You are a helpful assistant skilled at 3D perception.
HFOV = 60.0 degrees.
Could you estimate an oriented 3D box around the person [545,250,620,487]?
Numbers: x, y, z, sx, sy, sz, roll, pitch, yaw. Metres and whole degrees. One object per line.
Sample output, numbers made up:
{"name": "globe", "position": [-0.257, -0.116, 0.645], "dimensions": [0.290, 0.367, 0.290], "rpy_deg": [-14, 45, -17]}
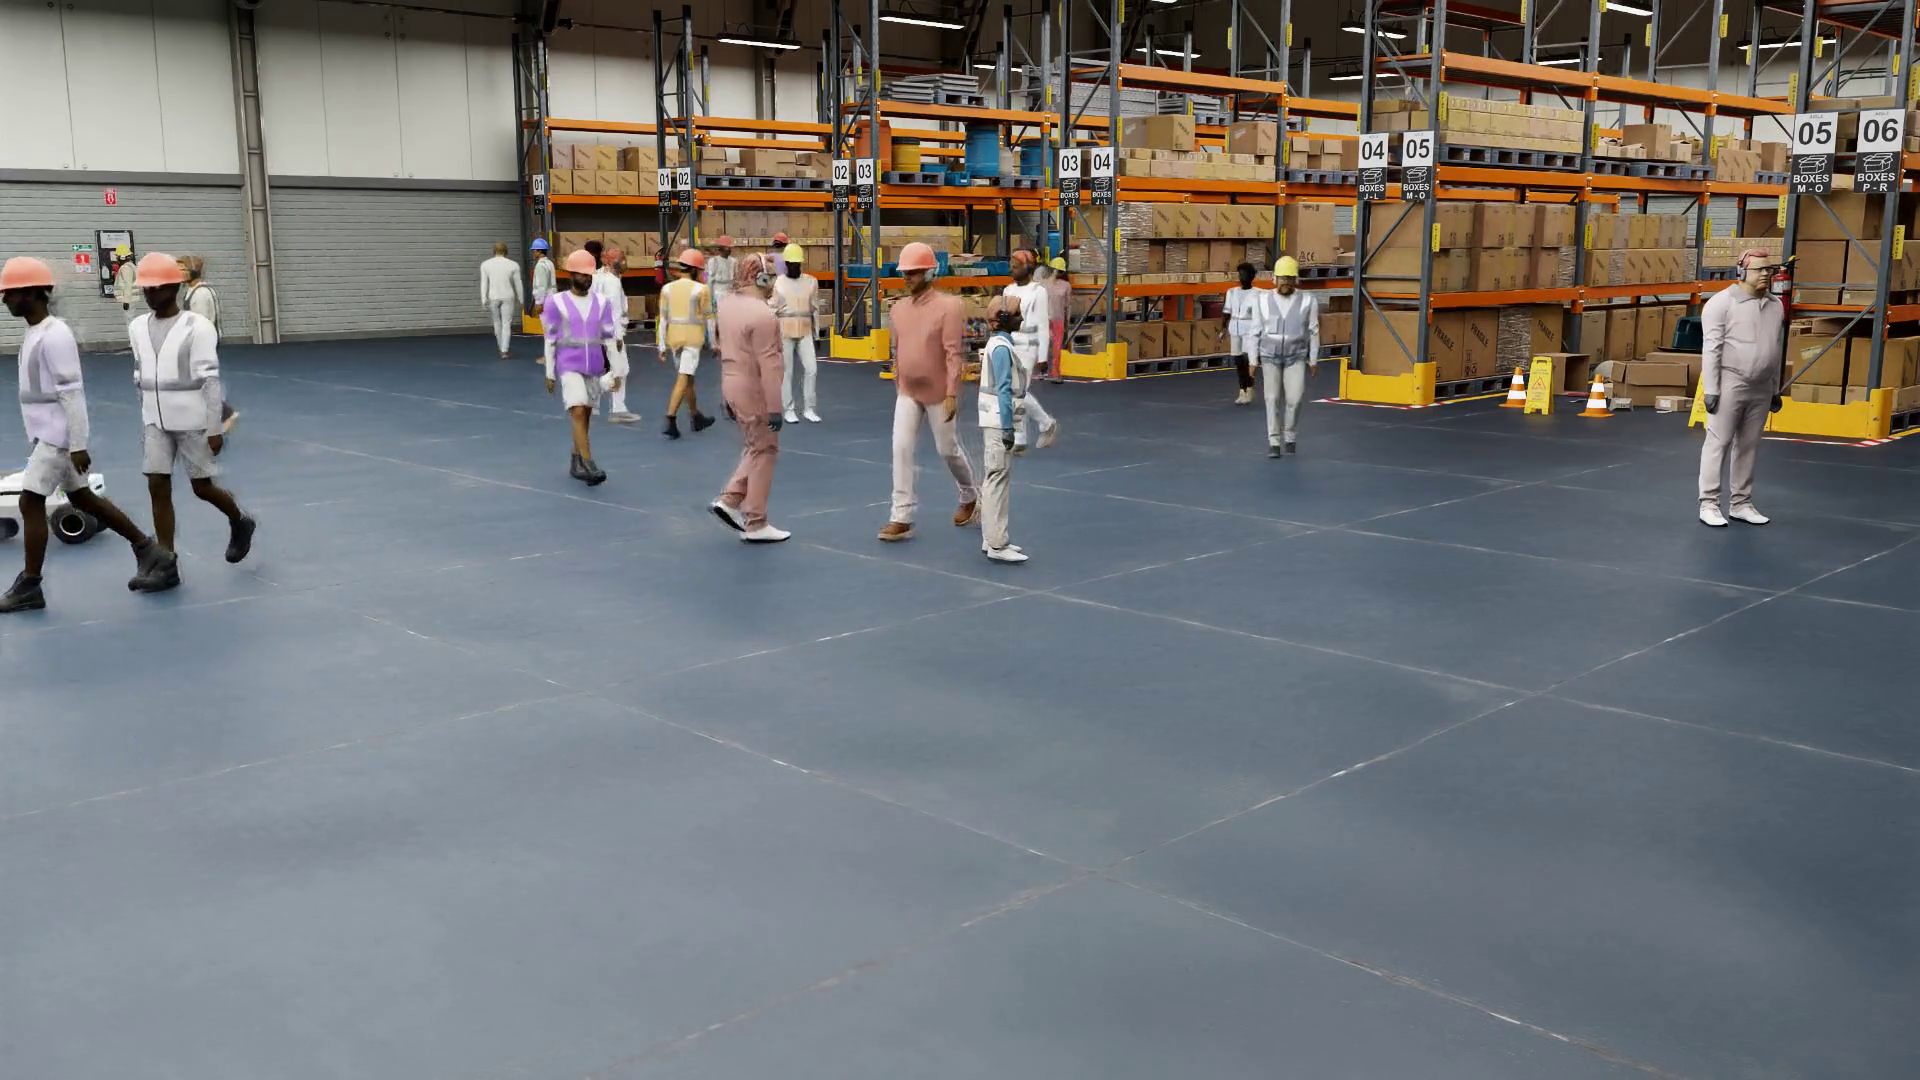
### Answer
{"name": "person", "position": [-3.046, -1.394, 13.477], "dimensions": [0.561, 1.879, 1.021], "rpy_deg": [-7, 13, -34]}

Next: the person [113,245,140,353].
{"name": "person", "position": [-14.268, -4.126, 28.492], "dimensions": [0.404, 1.831, 0.600], "rpy_deg": [-4, 11, -19]}

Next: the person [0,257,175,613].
{"name": "person", "position": [-4.877, -0.601, 9.124], "dimensions": [0.961, 1.900, 0.542], "rpy_deg": [-8, 13, -37]}

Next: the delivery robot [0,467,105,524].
{"name": "delivery robot", "position": [-6.095, -0.311, 11.040], "dimensions": [0.707, 0.478, 0.477], "rpy_deg": [-2, 11, -13]}

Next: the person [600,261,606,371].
{"name": "person", "position": [-5.236, -3.261, 24.265], "dimensions": [0.531, 1.649, 0.874], "rpy_deg": [-2, 11, -10]}

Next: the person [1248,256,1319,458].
{"name": "person", "position": [2.897, -1.631, 14.944], "dimensions": [0.628, 1.811, 0.530], "rpy_deg": [3, 11, 14]}

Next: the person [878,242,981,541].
{"name": "person", "position": [-0.186, -1.013, 11.180], "dimensions": [0.608, 1.965, 0.953], "rpy_deg": [7, 12, 32]}

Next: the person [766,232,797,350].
{"name": "person", "position": [-3.136, -4.361, 29.203], "dimensions": [0.604, 2.044, 0.375], "rpy_deg": [2, 11, 13]}

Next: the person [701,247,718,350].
{"name": "person", "position": [-4.356, -4.287, 29.484], "dimensions": [0.585, 1.805, 0.958], "rpy_deg": [8, 13, 35]}

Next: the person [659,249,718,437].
{"name": "person", "position": [-2.776, -1.990, 16.810], "dimensions": [0.545, 1.878, 1.026], "rpy_deg": [5, 11, 23]}

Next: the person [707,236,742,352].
{"name": "person", "position": [-3.962, -4.189, 28.423], "dimensions": [1.077, 1.980, 0.628], "rpy_deg": [9, 14, 40]}

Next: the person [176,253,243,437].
{"name": "person", "position": [-7.236, -1.818, 15.920], "dimensions": [0.463, 1.827, 0.536], "rpy_deg": [-6, 12, -31]}

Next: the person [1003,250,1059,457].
{"name": "person", "position": [0.583, -1.699, 15.166], "dimensions": [0.476, 1.866, 0.580], "rpy_deg": [-6, 12, -31]}

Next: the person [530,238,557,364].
{"name": "person", "position": [-6.515, -3.743, 26.087], "dimensions": [0.403, 1.948, 0.605], "rpy_deg": [0, 10, 0]}

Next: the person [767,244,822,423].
{"name": "person", "position": [-1.727, -2.177, 17.658], "dimensions": [0.630, 1.898, 0.729], "rpy_deg": [-5, 11, -25]}

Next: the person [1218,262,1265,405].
{"name": "person", "position": [3.332, -2.433, 19.685], "dimensions": [0.540, 1.681, 0.508], "rpy_deg": [9, 14, 41]}

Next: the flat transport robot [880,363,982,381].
{"name": "flat transport robot", "position": [-0.345, -2.374, 23.319], "dimensions": [1.431, 0.197, 0.652], "rpy_deg": [4, 11, 20]}

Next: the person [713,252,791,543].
{"name": "person", "position": [-1.315, -0.926, 10.881], "dimensions": [0.426, 1.887, 0.674], "rpy_deg": [-6, 12, -31]}

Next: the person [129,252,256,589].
{"name": "person", "position": [-4.498, -0.709, 9.670], "dimensions": [0.550, 1.913, 0.838], "rpy_deg": [2, 11, 11]}

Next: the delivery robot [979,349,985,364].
{"name": "delivery robot", "position": [0.625, -2.632, 23.692], "dimensions": [0.707, 0.478, 0.477], "rpy_deg": [-7, 12, -33]}

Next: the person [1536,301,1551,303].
{"name": "person", "position": [10.168, -4.175, 29.326], "dimensions": [0.533, 1.619, 0.378], "rpy_deg": [9, 14, 41]}

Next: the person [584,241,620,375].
{"name": "person", "position": [-4.779, -2.922, 21.675], "dimensions": [0.637, 1.915, 0.974], "rpy_deg": [4, 11, 21]}

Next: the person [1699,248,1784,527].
{"name": "person", "position": [5.435, -1.051, 11.526], "dimensions": [0.638, 1.910, 0.407], "rpy_deg": [-3, 11, -18]}

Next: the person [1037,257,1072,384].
{"name": "person", "position": [1.254, -3.028, 22.834], "dimensions": [0.545, 1.715, 0.911], "rpy_deg": [-1, 10, -7]}

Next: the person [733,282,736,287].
{"name": "person", "position": [-4.816, -5.080, 33.451], "dimensions": [0.661, 1.917, 0.702], "rpy_deg": [6, 12, 30]}

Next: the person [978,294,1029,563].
{"name": "person", "position": [0.265, -0.695, 10.307], "dimensions": [0.311, 1.642, 0.512], "rpy_deg": [-1, 10, -3]}

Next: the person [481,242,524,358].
{"name": "person", "position": [-7.541, -3.967, 27.488], "dimensions": [0.659, 1.883, 1.009], "rpy_deg": [-1, 10, -4]}

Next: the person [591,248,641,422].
{"name": "person", "position": [-3.783, -2.193, 17.874], "dimensions": [0.545, 1.865, 0.612], "rpy_deg": [-3, 11, -15]}

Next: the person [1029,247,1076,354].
{"name": "person", "position": [1.300, -3.509, 25.163], "dimensions": [0.903, 1.830, 0.525], "rpy_deg": [-1, 10, -5]}
